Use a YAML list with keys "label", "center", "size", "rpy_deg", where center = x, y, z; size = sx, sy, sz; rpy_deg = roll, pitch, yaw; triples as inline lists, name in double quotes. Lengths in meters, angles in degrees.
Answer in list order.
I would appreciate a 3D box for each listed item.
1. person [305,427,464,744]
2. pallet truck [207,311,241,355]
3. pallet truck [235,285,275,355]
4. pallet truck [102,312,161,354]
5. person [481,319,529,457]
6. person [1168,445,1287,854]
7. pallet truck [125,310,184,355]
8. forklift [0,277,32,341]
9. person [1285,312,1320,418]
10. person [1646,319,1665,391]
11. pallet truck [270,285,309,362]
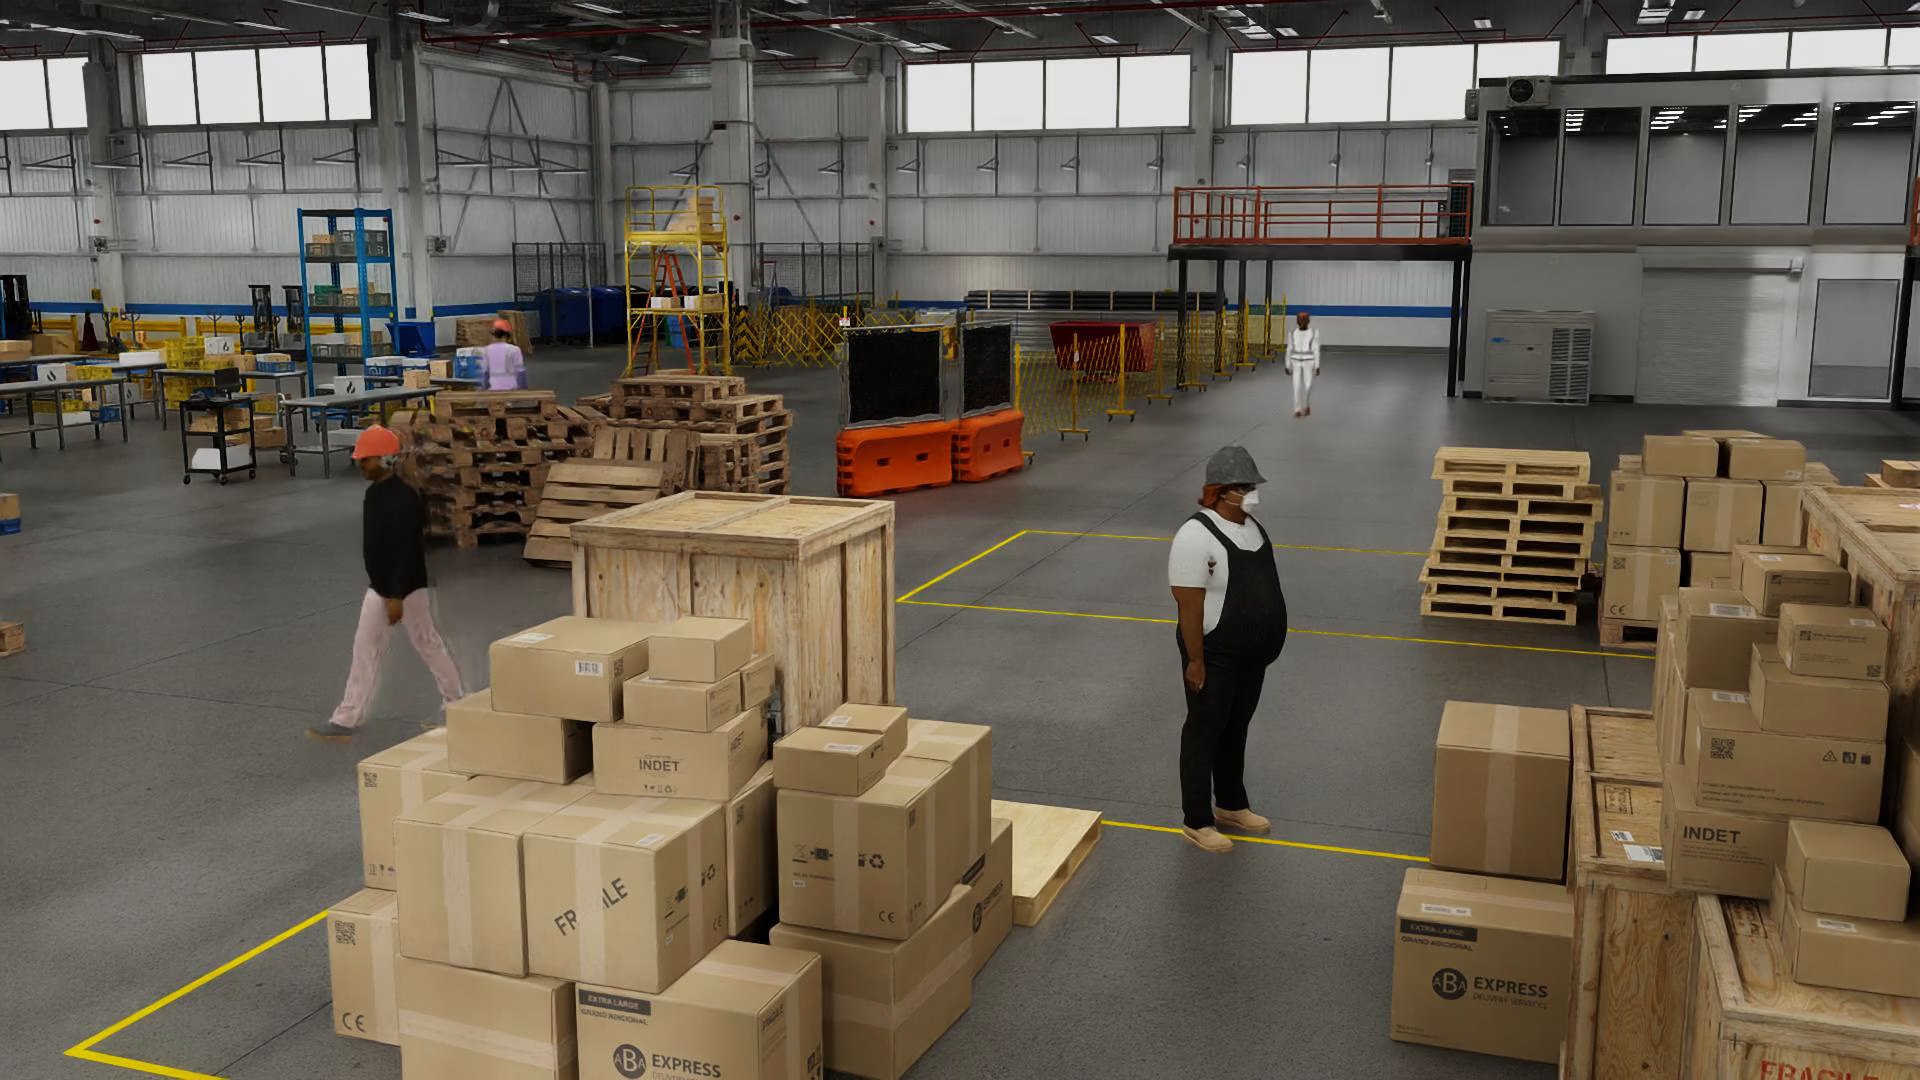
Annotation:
- label: "person"
  center: [-3.495, 0.275, 10.174]
  size: [1.019, 1.938, 0.641]
  rpy_deg: [-10, 14, -44]
- label: "pallet truck"
  center: [-19.537, -5.575, 44.913]
  size: [0.653, 1.274, 1.630]
  rpy_deg: [3, 11, 19]
- label: "pallet truck"
  center: [-18.327, -5.835, 44.421]
  size: [0.823, 1.965, 1.885]
  rpy_deg: [4, 11, 23]
- label: "pallet truck"
  center: [-23.057, -5.777, 46.261]
  size: [0.680, 1.201, 1.601]
  rpy_deg: [3, 11, 19]
- label: "person"
  center: [-6.473, -2.127, 23.592]
  size: [0.609, 1.996, 1.069]
  rpy_deg: [4, 11, 20]
- label: "person"
  center: [1.387, 0.537, 8.414]
  size: [0.537, 2.000, 0.682]
  rpy_deg: [8, 13, 39]
- label: "pallet truck"
  center: [-22.038, -5.665, 45.457]
  size: [0.704, 1.261, 1.522]
  rpy_deg: [3, 11, 17]
- label: "forklift"
  center: [-27.151, -6.329, 46.328]
  size: [1.157, 1.987, 2.680]
  rpy_deg: [3, 11, 17]
- label: "person"
  center: [5.993, -3.060, 29.155]
  size: [0.608, 1.866, 0.440]
  rpy_deg: [5, 11, 26]
- label: "person"
  center: [14.260, -3.992, 34.363]
  size: [0.737, 1.885, 0.639]
  rpy_deg: [-1, 10, -3]
- label: "pallet truck"
  center: [-17.147, -5.700, 43.663]
  size: [0.823, 1.965, 1.885]
  rpy_deg: [3, 11, 17]
